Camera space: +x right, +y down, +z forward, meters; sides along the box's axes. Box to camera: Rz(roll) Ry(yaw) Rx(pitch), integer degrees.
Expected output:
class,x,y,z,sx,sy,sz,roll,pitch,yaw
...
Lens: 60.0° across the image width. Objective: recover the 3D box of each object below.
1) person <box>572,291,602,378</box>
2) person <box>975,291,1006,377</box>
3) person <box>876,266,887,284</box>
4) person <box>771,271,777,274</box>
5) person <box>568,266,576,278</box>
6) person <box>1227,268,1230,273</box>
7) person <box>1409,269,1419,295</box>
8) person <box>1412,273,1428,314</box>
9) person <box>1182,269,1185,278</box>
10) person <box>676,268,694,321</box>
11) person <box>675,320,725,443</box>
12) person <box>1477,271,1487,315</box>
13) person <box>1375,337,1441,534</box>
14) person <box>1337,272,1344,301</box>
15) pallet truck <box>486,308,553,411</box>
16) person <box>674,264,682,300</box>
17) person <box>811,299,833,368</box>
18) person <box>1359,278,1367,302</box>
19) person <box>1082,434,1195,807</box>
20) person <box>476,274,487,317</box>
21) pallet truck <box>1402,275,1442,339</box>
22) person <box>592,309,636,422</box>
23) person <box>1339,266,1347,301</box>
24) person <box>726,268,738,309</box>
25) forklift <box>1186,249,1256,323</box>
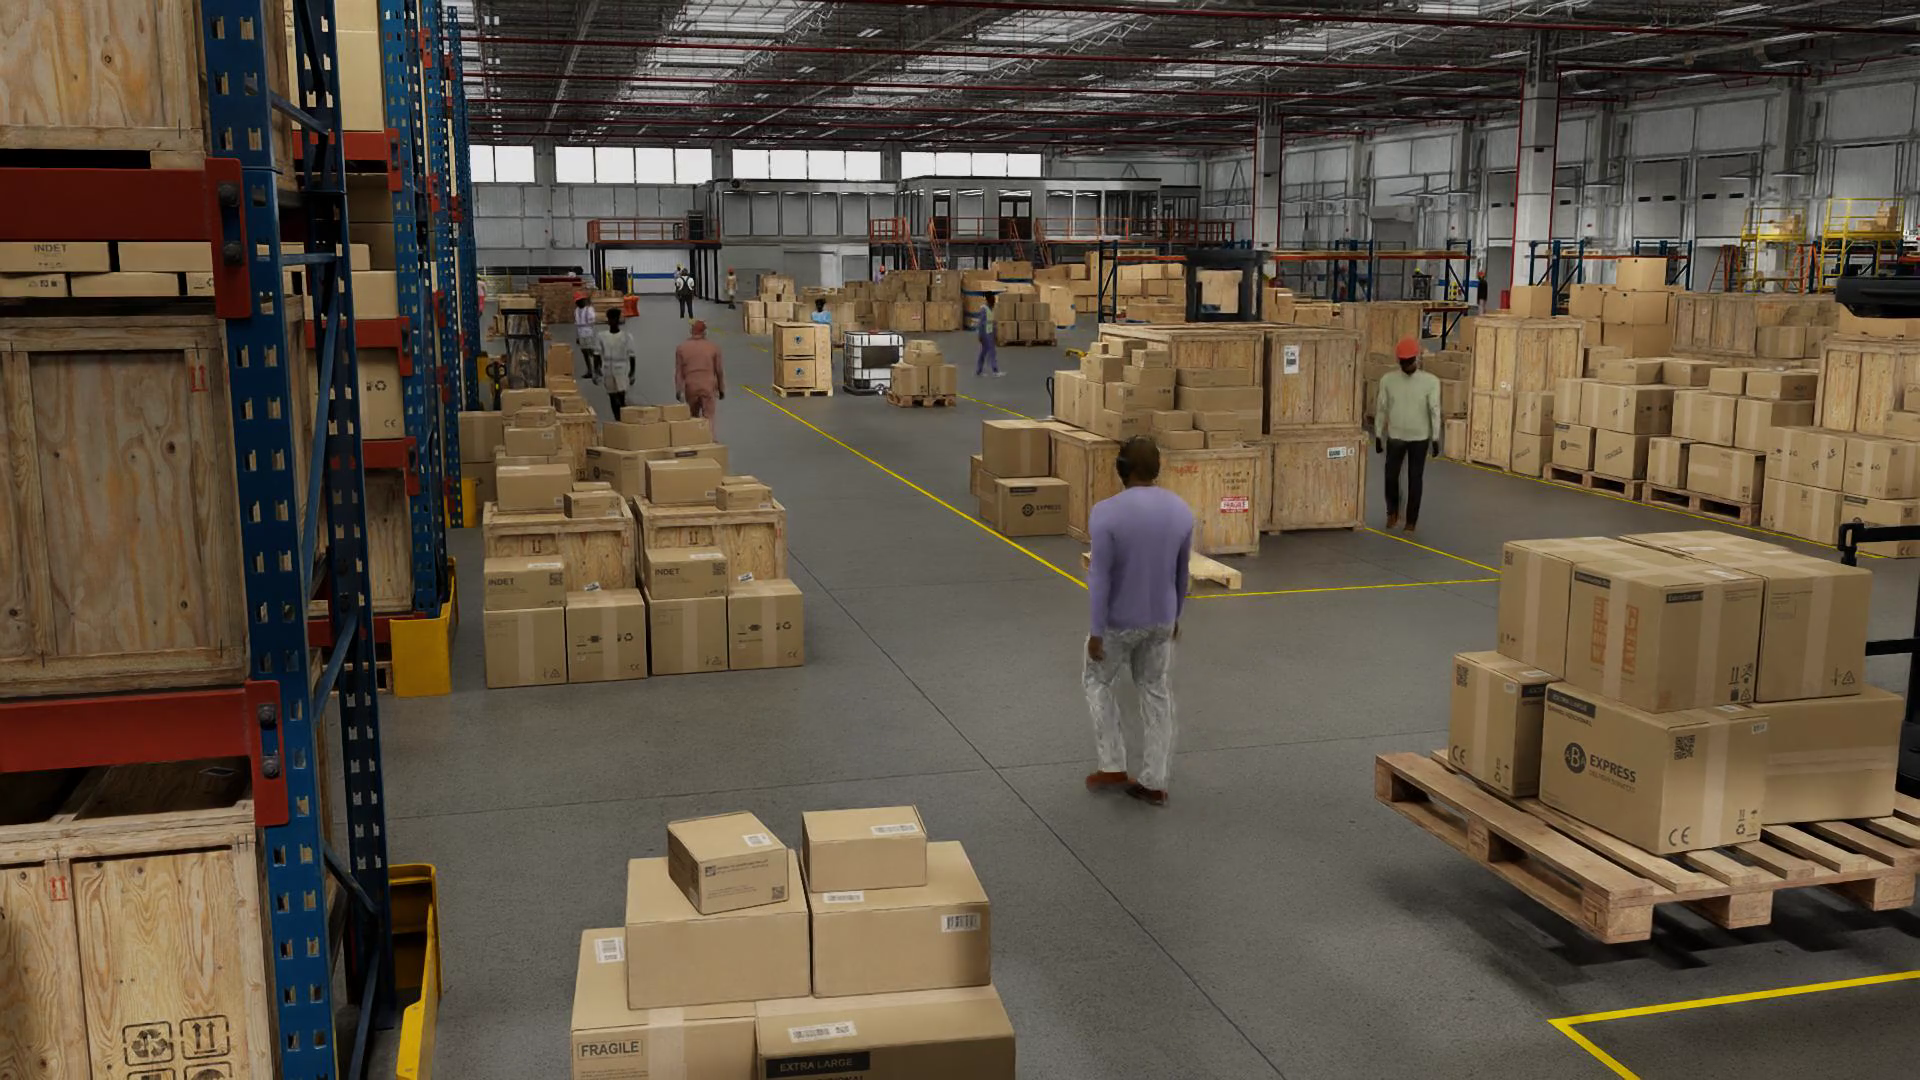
class,x,y,z,sx,sy,sz,roll,pitch,yaw
person,-8.147,-4.476,36.310,0.592,1.901,0.586,7,12,35
person,0.706,-4.512,36.564,0.894,1.879,0.603,3,11,18
person,-3.338,-10.822,71.827,0.611,2.040,0.393,-4,11,-20
person,-7.165,-9.459,64.481,0.656,1.906,0.900,2,10,10
person,-20.113,-13.282,86.264,0.590,1.866,0.618,10,14,44
person,15.854,-15.307,97.624,0.638,1.900,0.986,-1,10,-6
person,20.396,-11.176,74.323,0.610,1.878,1.007,2,10,12
person,17.655,-9.316,63.865,0.634,1.842,0.429,5,11,25
person,10.159,-11.566,76.448,0.547,1.908,0.885,10,14,44
person,-10.646,-9.510,64.403,0.684,2.000,0.535,-2,10,-14
person,-3.581,-2.106,23.038,0.674,1.861,0.833,0,10,1
person,18.796,-8.699,60.004,0.433,1.981,0.630,9,13,40
person,4.462,-1.033,16.596,0.654,1.971,0.495,4,11,20
person,18.642,-12.373,81.716,0.547,1.643,0.888,-6,12,-31
pallet truck,-6.242,-2.418,24.362,0.823,1.965,1.885,1,10,3
person,-15.173,-13.932,89.760,0.371,1.927,0.588,7,12,33
person,-3.215,-4.808,38.864,0.541,1.661,0.853,3,10,15
person,13.301,-7.683,54.652,0.855,1.845,0.533,6,12,31
person,0.878,0.406,8.591,0.651,1.916,0.600,-5,11,-27
person,-19.650,-10.010,68.024,0.539,1.754,0.461,0,10,-2
pallet truck,14.620,-7.324,52.145,0.823,1.965,1.885,8,13,40
person,-5.262,-2.534,25.244,0.611,1.909,1.008,1,10,6
person,18.240,-12.051,79.004,0.596,1.966,0.649,2,10,14
person,-10.475,-11.521,76.199,0.553,1.901,0.949,-6,11,-29
forklift,3.670,-2.728,23.620,1.129,2.768,1.873,3,11,18
